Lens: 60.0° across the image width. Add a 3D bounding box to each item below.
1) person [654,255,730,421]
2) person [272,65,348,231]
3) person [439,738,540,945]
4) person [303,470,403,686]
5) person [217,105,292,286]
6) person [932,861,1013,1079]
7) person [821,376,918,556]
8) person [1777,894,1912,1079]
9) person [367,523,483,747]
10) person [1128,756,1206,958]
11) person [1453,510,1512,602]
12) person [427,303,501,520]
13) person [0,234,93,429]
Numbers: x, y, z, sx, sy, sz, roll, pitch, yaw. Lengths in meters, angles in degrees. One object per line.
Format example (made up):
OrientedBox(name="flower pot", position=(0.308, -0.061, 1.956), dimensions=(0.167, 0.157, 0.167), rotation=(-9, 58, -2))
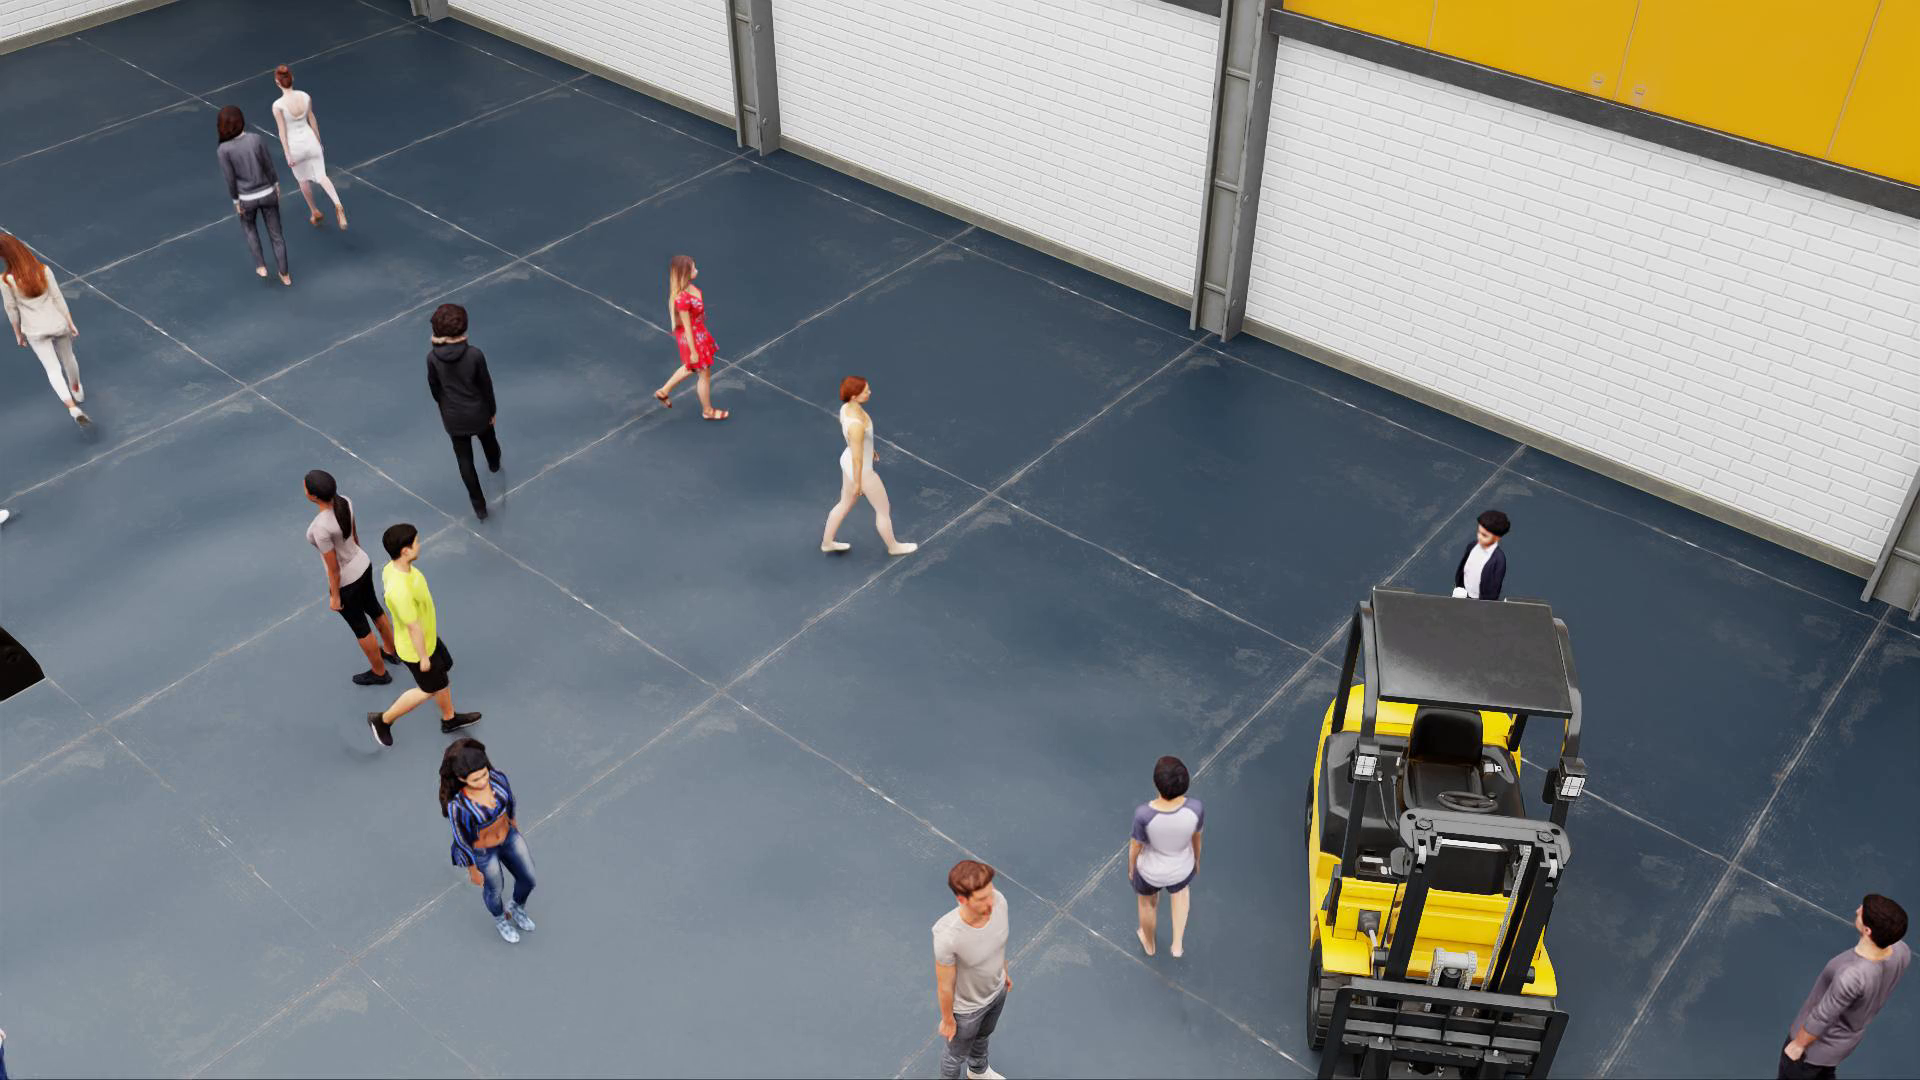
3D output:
OrientedBox(name="person", position=(-2.295, -1.657, 13.779), dimensions=(0.927, 1.582, 0.886), rotation=(-6, 39, -7))
OrientedBox(name="person", position=(-6.368, -3.764, 16.263), dimensions=(1.013, 1.773, 0.607), rotation=(30, 48, 32))
OrientedBox(name="person", position=(-2.729, 1.719, 9.528), dimensions=(0.614, 1.611, 0.638), rotation=(25, 45, 28))
OrientedBox(name="person", position=(-4.127, 0.249, 11.260), dimensions=(0.705, 1.746, 0.690), rotation=(5, 39, 6))
OrientedBox(name="person", position=(-6.551, -3.182, 15.552), dimensions=(0.733, 1.751, 0.792), rotation=(-20, 43, -23))
OrientedBox(name="person", position=(0.065, 2.311, 8.554), dimensions=(0.539, 1.901, 0.643), rotation=(28, 47, 31))
OrientedBox(name="person", position=(-0.820, -0.519, 12.329), dimensions=(0.916, 1.611, 0.956), rotation=(-11, 40, -13))
OrientedBox(name="person", position=(4.397, 2.472, 8.395), dimensions=(0.722, 1.848, 0.641), rotation=(-21, 43, -25))
OrientedBox(name="person", position=(-3.605, 0.668, 10.790), dimensions=(0.979, 1.678, 1.001), rotation=(-11, 40, -14))
OrientedBox(name="person", position=(1.176, 1.869, 9.386), dimensions=(0.714, 1.553, 0.773), rotation=(-3, 39, -4))
OrientedBox(name="person", position=(3.662, 0.301, 11.616), dimensions=(0.671, 1.221, 0.628), rotation=(-19, 42, -22))
OrientedBox(name="person", position=(-3.791, -0.938, 12.759), dimensions=(1.050, 1.731, 1.160), rotation=(-7, 39, -9))
OrientedBox(name="person", position=(-7.547, -1.706, 13.762), dimensions=(0.811, 1.678, 1.174), rotation=(-23, 44, -26))
